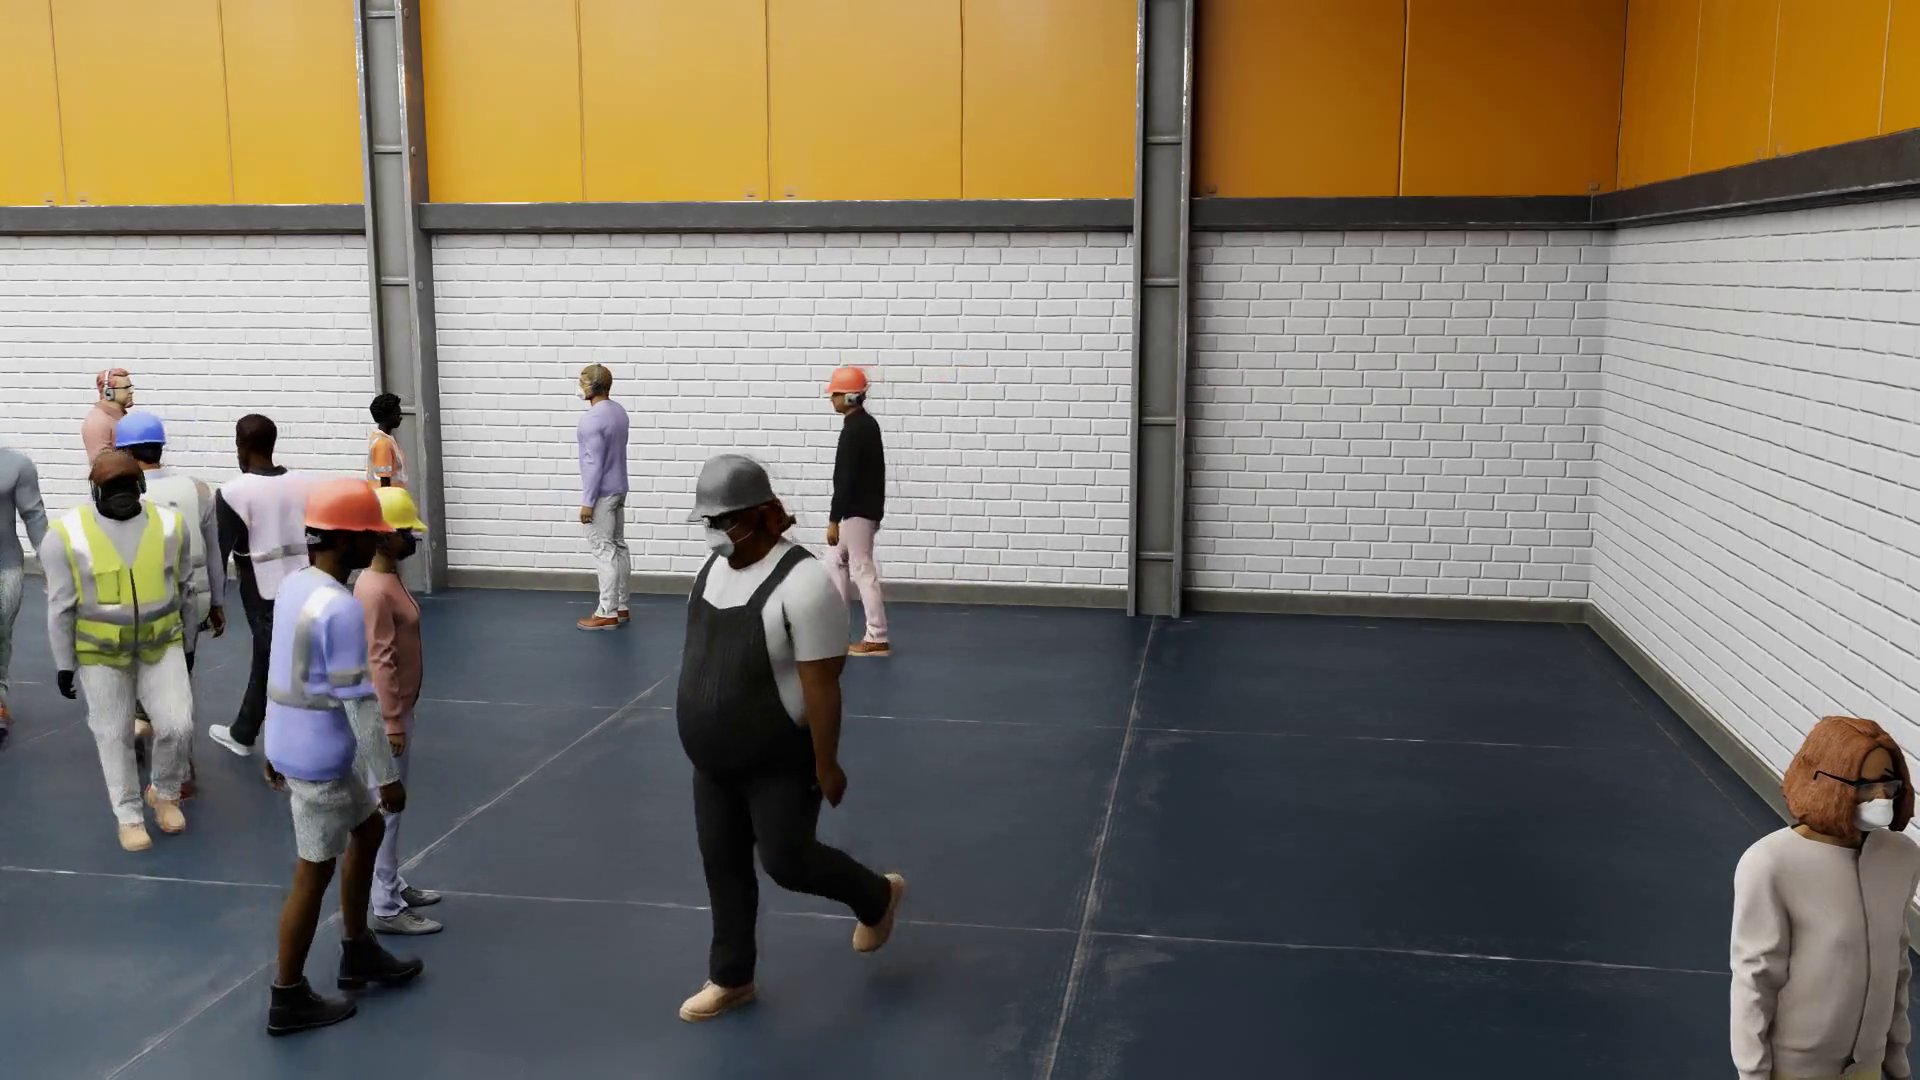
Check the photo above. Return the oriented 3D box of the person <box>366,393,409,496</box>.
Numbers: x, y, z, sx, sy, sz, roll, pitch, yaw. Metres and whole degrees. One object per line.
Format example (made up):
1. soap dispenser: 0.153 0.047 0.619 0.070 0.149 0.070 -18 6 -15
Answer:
1. person: -4.323 -0.264 12.567 0.321 1.689 0.530 -2 9 -14

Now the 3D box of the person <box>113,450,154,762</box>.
1. person: -4.442 0.339 8.904 0.538 1.667 0.798 -2 9 -13

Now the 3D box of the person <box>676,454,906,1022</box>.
1. person: -0.626 0.647 5.857 0.693 2.000 0.809 8 12 42

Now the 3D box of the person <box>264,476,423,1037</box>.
1. person: -2.140 0.730 5.767 0.719 1.902 0.588 -7 12 -37

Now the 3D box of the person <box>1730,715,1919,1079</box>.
1. person: 1.940 1.191 3.752 0.499 1.633 0.286 -3 10 -20

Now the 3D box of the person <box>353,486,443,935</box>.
1. person: -2.236 0.668 6.577 0.309 1.769 0.524 -3 10 -17

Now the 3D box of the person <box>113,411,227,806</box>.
1. person: -3.984 0.330 8.143 0.625 1.924 0.634 5 11 30

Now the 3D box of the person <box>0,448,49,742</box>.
1. person: -5.424 0.169 9.268 0.652 1.884 1.012 -7 12 -38

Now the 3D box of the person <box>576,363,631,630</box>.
1. person: -2.604 -0.316 12.110 0.364 1.939 0.636 1 9 9

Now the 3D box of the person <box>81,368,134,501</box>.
1. person: -6.031 -0.282 11.996 0.406 1.911 0.637 -2 9 -12

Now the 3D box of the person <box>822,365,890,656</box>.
1. person: -0.805 -0.189 11.229 0.759 1.965 0.642 1 9 8

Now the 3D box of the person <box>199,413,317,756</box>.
1. person: -3.634 0.279 8.659 0.992 1.864 0.613 4 10 21

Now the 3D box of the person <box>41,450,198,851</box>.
1. person: -3.727 0.500 7.457 0.631 1.825 0.443 -7 12 -37
